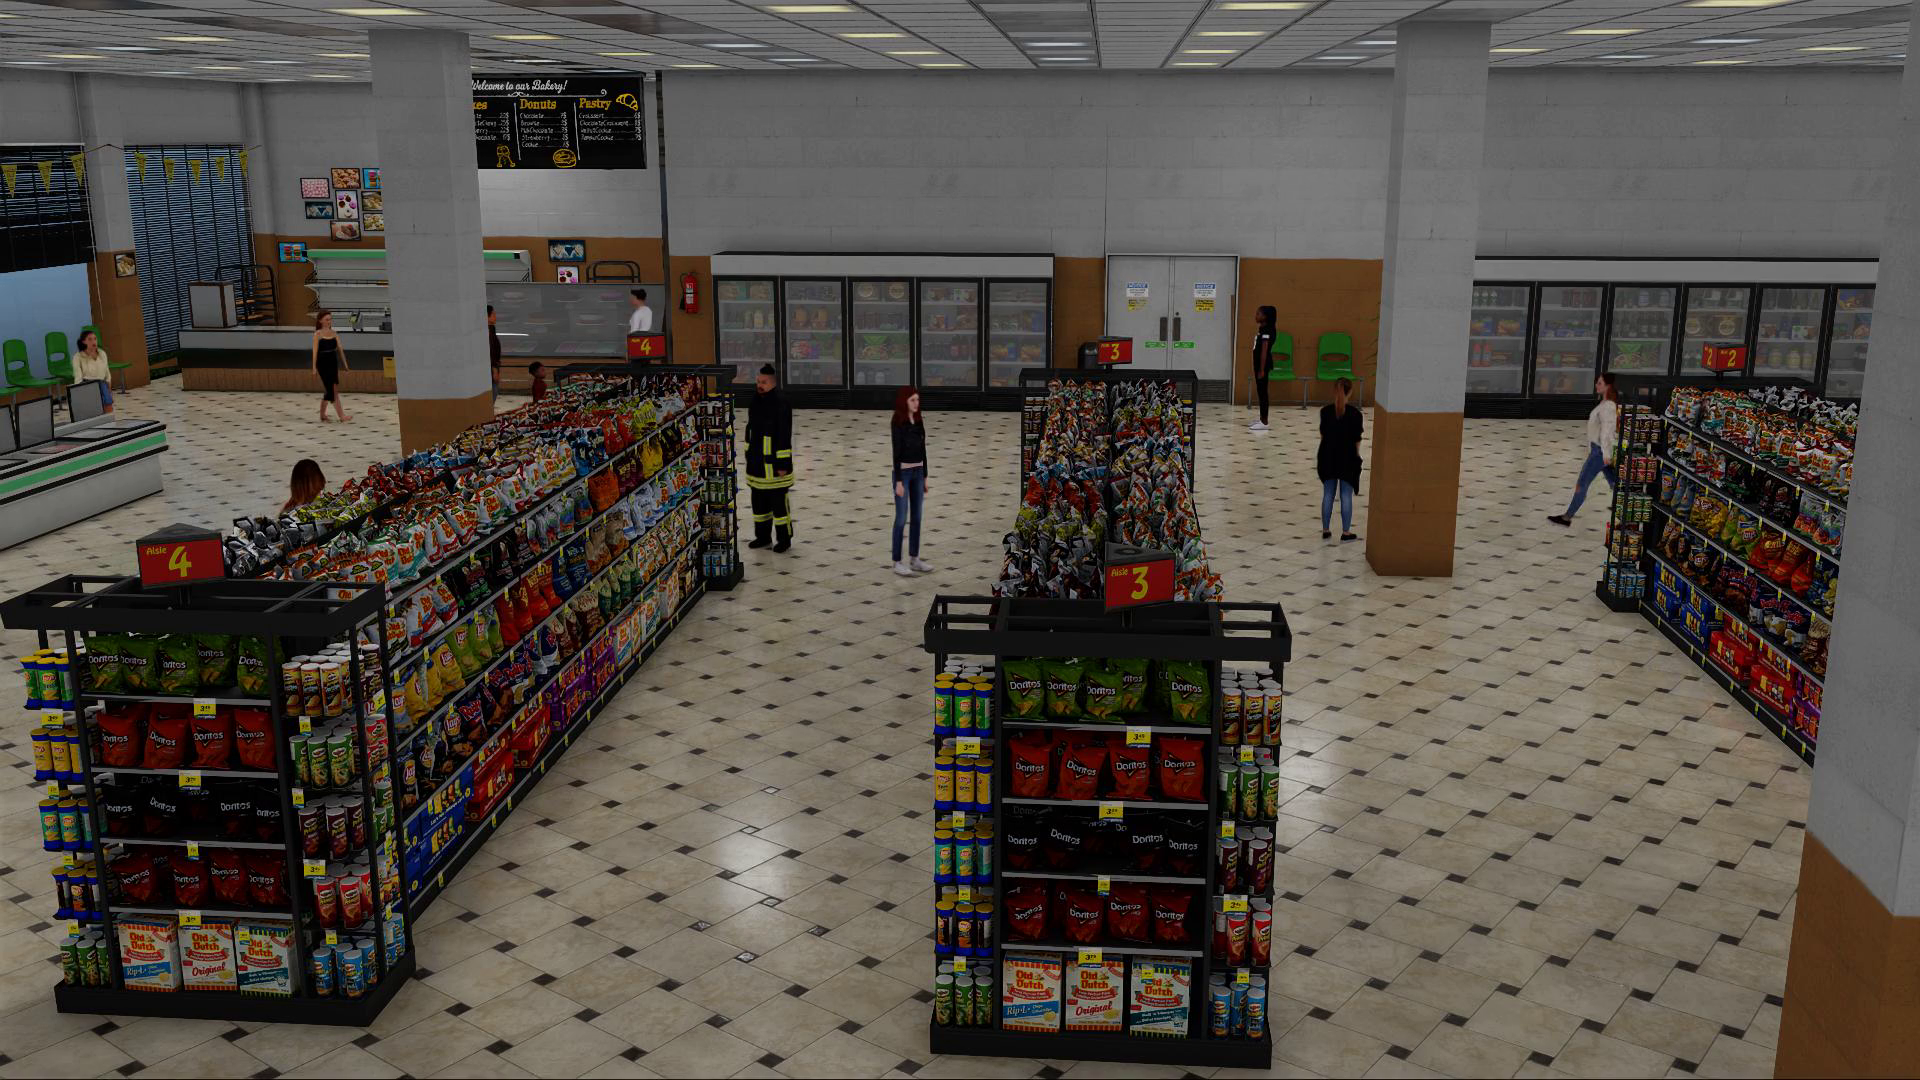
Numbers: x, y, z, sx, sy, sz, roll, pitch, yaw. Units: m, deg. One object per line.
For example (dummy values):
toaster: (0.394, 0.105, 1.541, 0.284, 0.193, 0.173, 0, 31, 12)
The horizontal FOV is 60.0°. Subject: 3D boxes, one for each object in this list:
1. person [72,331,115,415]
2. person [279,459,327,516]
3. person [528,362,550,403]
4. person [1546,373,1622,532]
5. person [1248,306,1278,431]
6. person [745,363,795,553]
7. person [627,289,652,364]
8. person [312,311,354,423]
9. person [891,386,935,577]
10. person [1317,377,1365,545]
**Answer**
person: (-11.157, -1.881, 21.354, 0.875, 1.624, 0.830, 9, 16, 32)
person: (-4.649, 0.347, 11.917, 0.589, 1.742, 1.153, 1, 14, 4)
person: (-5.389, -1.633, 21.122, 0.639, 1.251, 0.574, -2, 14, -10)
person: (6.693, -0.852, 17.075, 0.959, 1.642, 1.153, 6, 15, 23)
person: (4.260, -2.429, 23.389, 0.658, 1.730, 0.490, 1, 14, 3)
person: (-1.888, -0.825, 16.497, 0.871, 1.861, 0.895, 11, 17, 38)
person: (-4.782, -2.857, 24.941, 0.839, 1.831, 0.623, 8, 16, 31)
person: (-9.127, -2.466, 23.829, 0.893, 1.593, 1.007, 7, 15, 27)
person: (-0.488, -0.561, 15.556, 0.733, 1.791, 0.658, 12, 18, 41)
person: (3.835, -0.812, 16.823, 0.717, 1.683, 0.717, 9, 16, 31)
